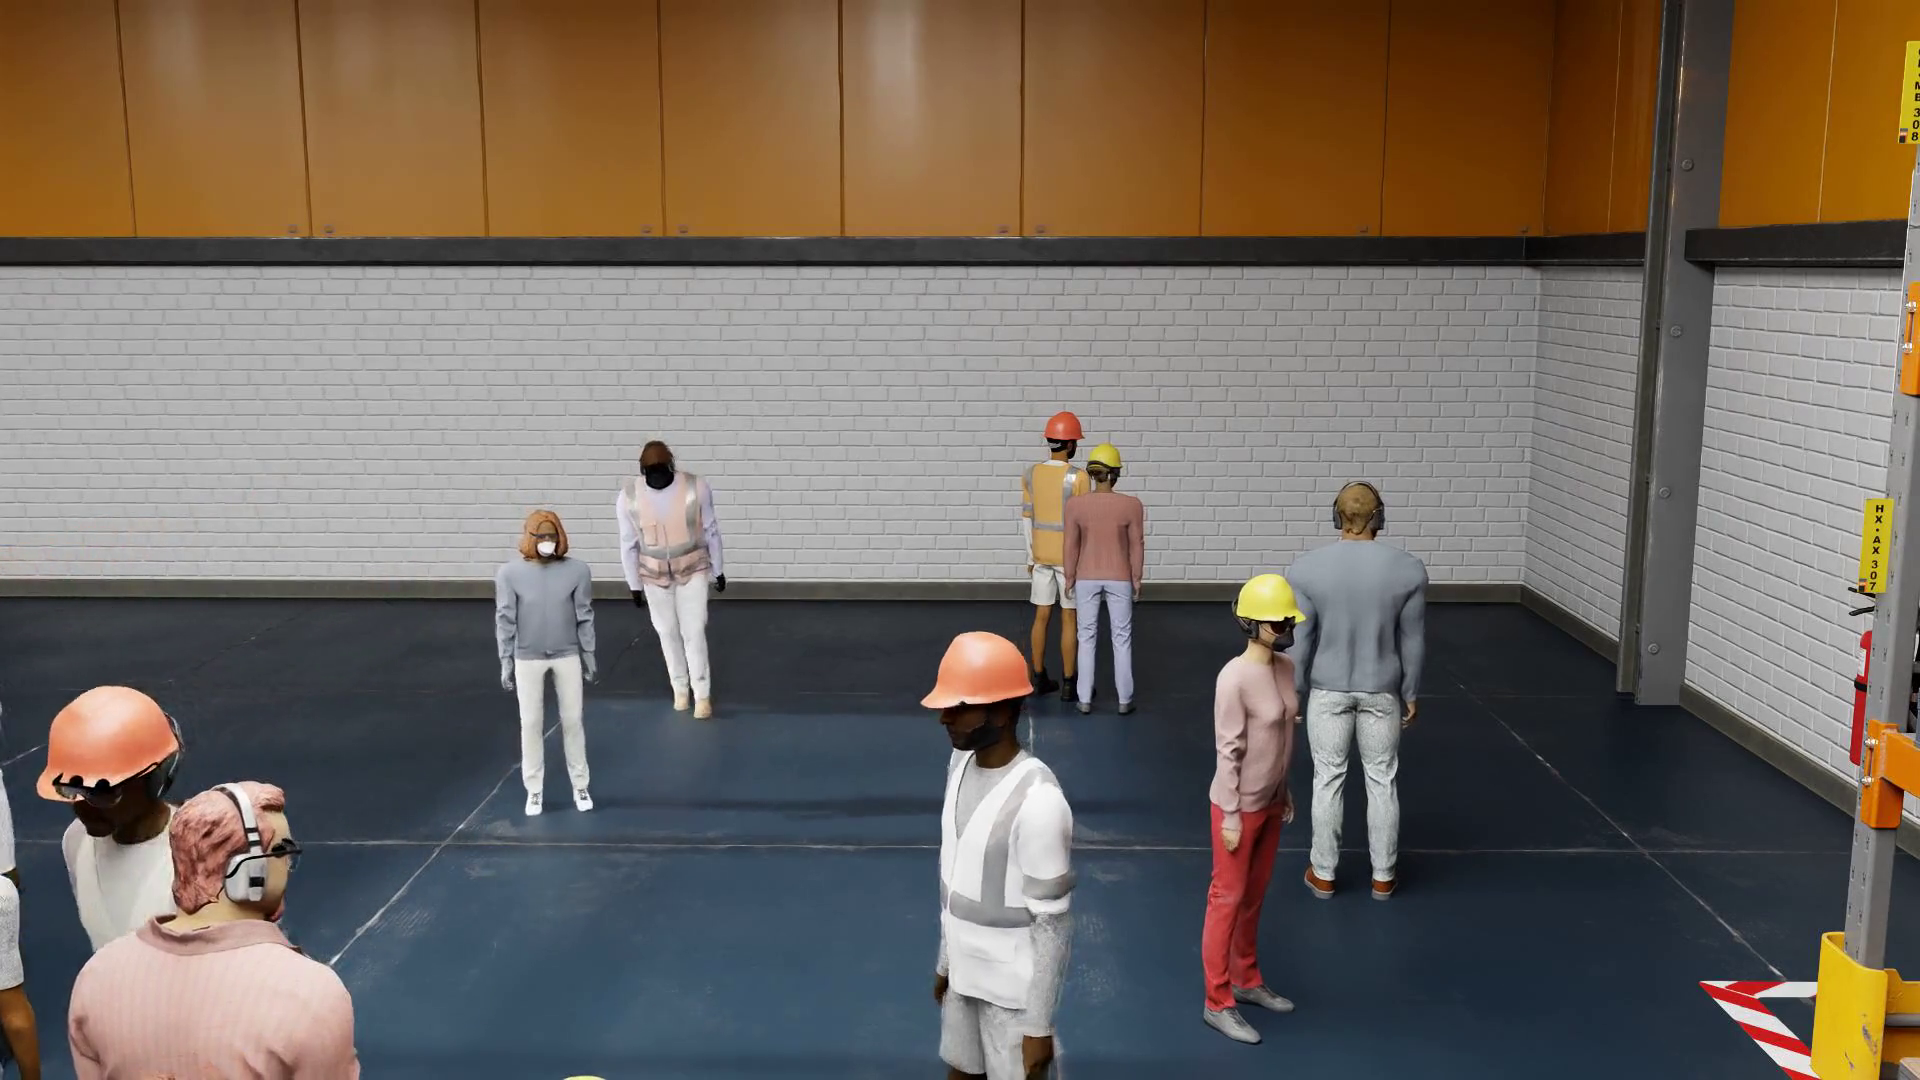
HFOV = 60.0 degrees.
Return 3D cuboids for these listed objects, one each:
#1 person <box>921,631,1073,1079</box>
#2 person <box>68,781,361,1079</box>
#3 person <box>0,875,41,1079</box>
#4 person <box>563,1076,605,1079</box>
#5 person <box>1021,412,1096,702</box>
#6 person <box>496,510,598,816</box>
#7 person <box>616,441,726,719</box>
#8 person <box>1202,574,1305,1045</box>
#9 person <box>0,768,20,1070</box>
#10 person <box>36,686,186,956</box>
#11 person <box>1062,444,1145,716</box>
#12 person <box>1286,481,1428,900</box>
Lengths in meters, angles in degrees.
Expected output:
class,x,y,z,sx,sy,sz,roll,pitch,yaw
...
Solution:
class,x,y,z,sx,sy,sz,roll,pitch,yaw
person,0.119,1.208,4.630,0.478,1.950,0.587,-5,11,-27
person,-1.423,1.421,3.382,0.637,1.904,0.403,3,10,17
person,-2.391,1.358,3.854,0.533,1.868,0.310,-3,10,-16
person,-0.534,1.624,2.402,0.589,1.822,0.403,-4,10,-22
person,0.676,0.111,11.113,0.551,1.937,0.357,7,12,38
person,-2.190,0.644,8.844,0.512,1.632,0.298,-3,10,-18
person,-1.858,0.256,10.688,0.679,1.797,0.700,0,9,-2
person,1.133,0.996,6.325,0.328,1.769,0.526,7,12,36
person,-3.521,1.056,5.606,0.561,1.891,1.003,1,10,8
person,-1.844,1.258,4.199,0.624,1.979,1.028,3,10,19
person,0.925,0.260,10.747,0.525,1.765,0.329,1,10,8
person,1.802,0.695,7.625,0.629,1.937,0.379,2,10,9
